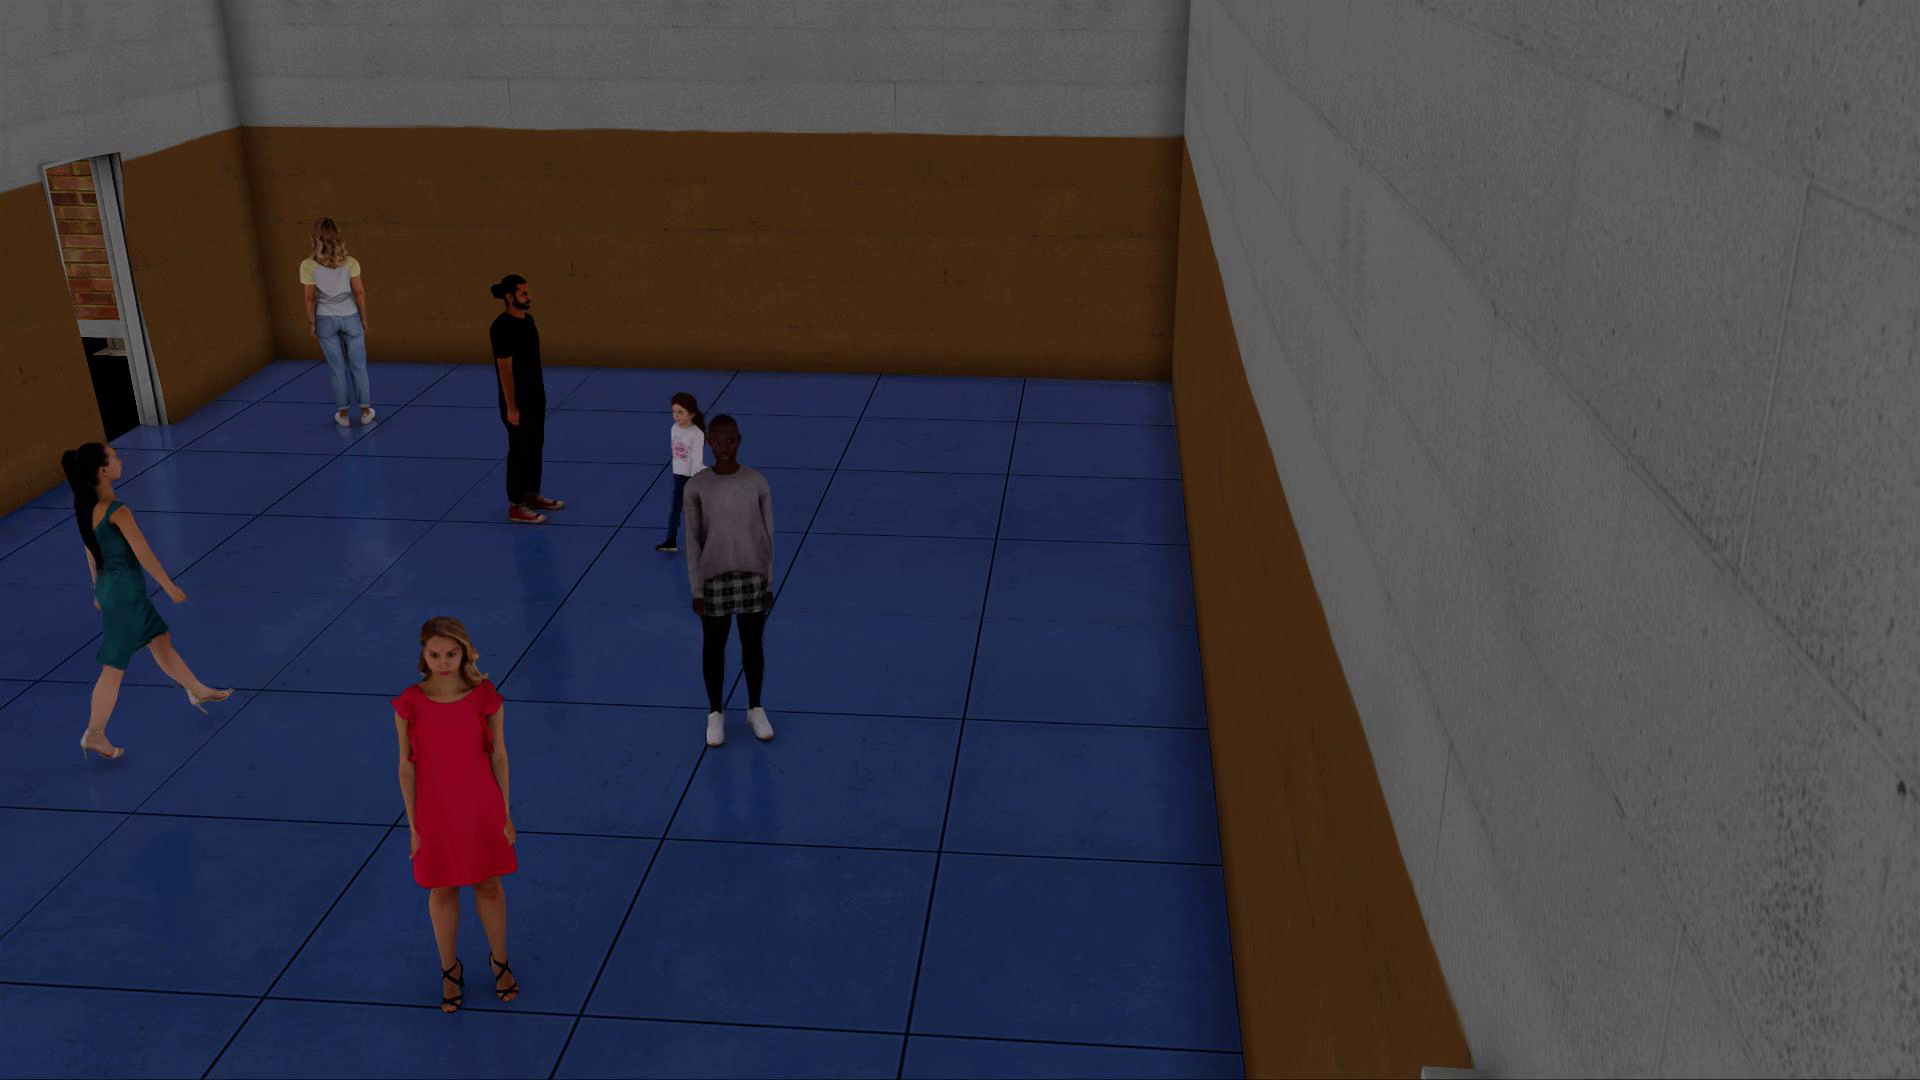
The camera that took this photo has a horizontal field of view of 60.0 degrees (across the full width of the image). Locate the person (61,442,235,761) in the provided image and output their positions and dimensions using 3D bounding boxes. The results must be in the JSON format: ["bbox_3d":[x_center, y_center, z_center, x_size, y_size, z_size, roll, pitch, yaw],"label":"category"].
[{"bbox_3d":[-4.332,0.358,8.456,1.051,1.636,1.022,18,28,38],"label":"person"}]

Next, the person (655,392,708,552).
[{"bbox_3d":[-1.785,-0.468,11.243,0.721,1.090,0.699,13,25,29],"label":"person"}]

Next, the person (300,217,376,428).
[{"bbox_3d":[-5.095,-1.784,13.650,0.634,1.723,0.767,-8,23,-19],"label":"person"}]

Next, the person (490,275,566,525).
[{"bbox_3d":[-3.076,-0.995,11.662,0.553,1.756,0.631,3,22,9],"label":"person"}]

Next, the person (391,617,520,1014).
[{"bbox_3d":[-1.970,1.073,6.553,0.585,1.728,0.703,-6,23,-14],"label":"person"}]

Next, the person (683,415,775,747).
[{"bbox_3d":[-1.193,0.201,8.663,0.603,1.772,0.744,-6,23,-15],"label":"person"}]
